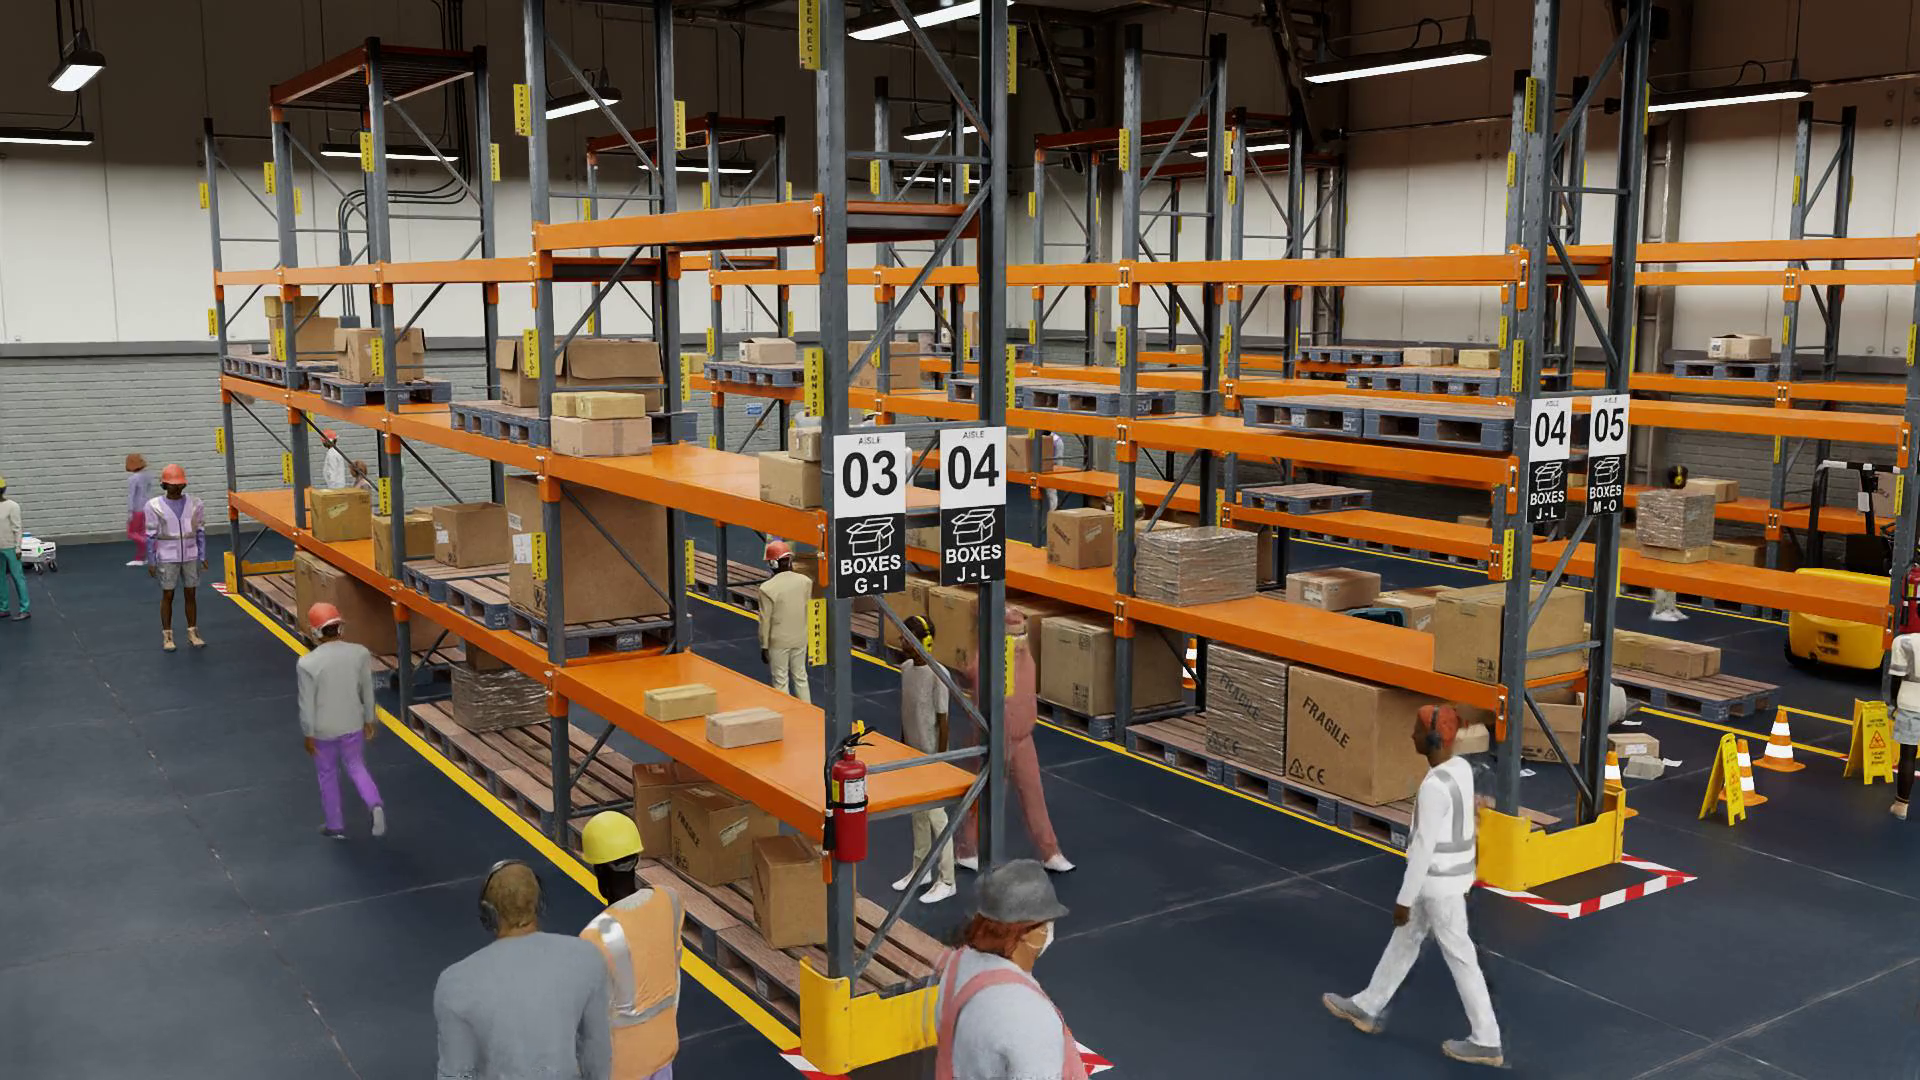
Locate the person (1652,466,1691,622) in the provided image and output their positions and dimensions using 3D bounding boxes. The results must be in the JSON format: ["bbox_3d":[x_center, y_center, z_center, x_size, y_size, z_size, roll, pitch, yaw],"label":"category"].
[{"bbox_3d":[8.459,0.045,19.686,0.435,1.863,0.604,1,9,10],"label":"person"}]

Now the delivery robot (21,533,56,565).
[{"bbox_3d":[-12.915,0.140,23.043,0.707,0.478,0.477,2,9,14],"label":"delivery robot"}]

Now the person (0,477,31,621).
[{"bbox_3d":[-11.347,0.093,19.693,0.528,1.758,0.363,2,9,11],"label":"person"}]

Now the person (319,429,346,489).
[{"bbox_3d":[-9.882,-0.881,26.217,0.360,1.743,0.582,-2,9,-11],"label":"person"}]

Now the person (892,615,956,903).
[{"bbox_3d":[-0.232,1.394,10.701,0.325,1.861,0.504,-6,11,-36],"label":"person"}]

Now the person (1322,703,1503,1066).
[{"bbox_3d":[2.364,1.734,8.504,0.968,1.826,0.602,4,10,27],"label":"person"}]

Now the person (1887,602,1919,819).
[{"bbox_3d":[7.127,1.239,12.255,0.529,1.695,0.321,4,9,25],"label":"person"}]

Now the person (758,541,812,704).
[{"bbox_3d":[-1.552,0.868,14.608,0.553,1.734,0.382,-8,11,-42],"label":"person"}]

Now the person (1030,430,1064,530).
[{"bbox_3d":[1.398,-1.078,27.242,0.628,1.837,0.429,7,11,37],"label":"person"}]

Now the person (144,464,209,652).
[{"bbox_3d":[-8.497,0.190,18.093,0.616,2.039,0.387,-8,11,-41],"label":"person"}]

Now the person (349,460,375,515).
[{"bbox_3d":[-8.070,-0.267,22.480,0.315,1.636,0.515,-6,11,-36],"label":"person"}]

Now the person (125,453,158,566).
[{"bbox_3d":[-11.623,-0.417,23.517,0.496,1.626,0.520,0,9,3],"label":"person"}]

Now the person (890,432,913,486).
[{"bbox_3d":[-0.961,-0.788,25.175,0.575,1.873,0.358,4,10,26],"label":"person"}]

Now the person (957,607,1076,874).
[{"bbox_3d":[0.353,1.344,11.049,0.826,1.853,0.721,5,10,31],"label":"person"}]

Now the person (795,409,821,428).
[{"bbox_3d":[-2.870,-1.782,31.746,0.713,1.892,0.491,5,10,29],"label":"person"}]

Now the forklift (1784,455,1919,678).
[{"bbox_3d":[9.643,0.253,17.172,2.313,2.155,1.214,-6,10,-33],"label":"forklift"}]

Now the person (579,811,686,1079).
[{"bbox_3d":[-1.298,1.995,6.477,0.383,1.921,0.585,4,9,25],"label":"person"}]

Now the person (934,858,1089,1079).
[{"bbox_3d":[0.174,2.046,5.741,1.038,2.000,0.697,-2,9,-14],"label":"person"}]

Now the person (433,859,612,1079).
[{"bbox_3d":[-1.586,2.075,6.022,0.645,1.895,0.930,-5,10,-32],"label":"person"}]

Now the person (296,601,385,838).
[{"bbox_3d":[-4.379,1.295,11.760,0.606,1.731,0.558,7,11,40],"label":"person"}]
